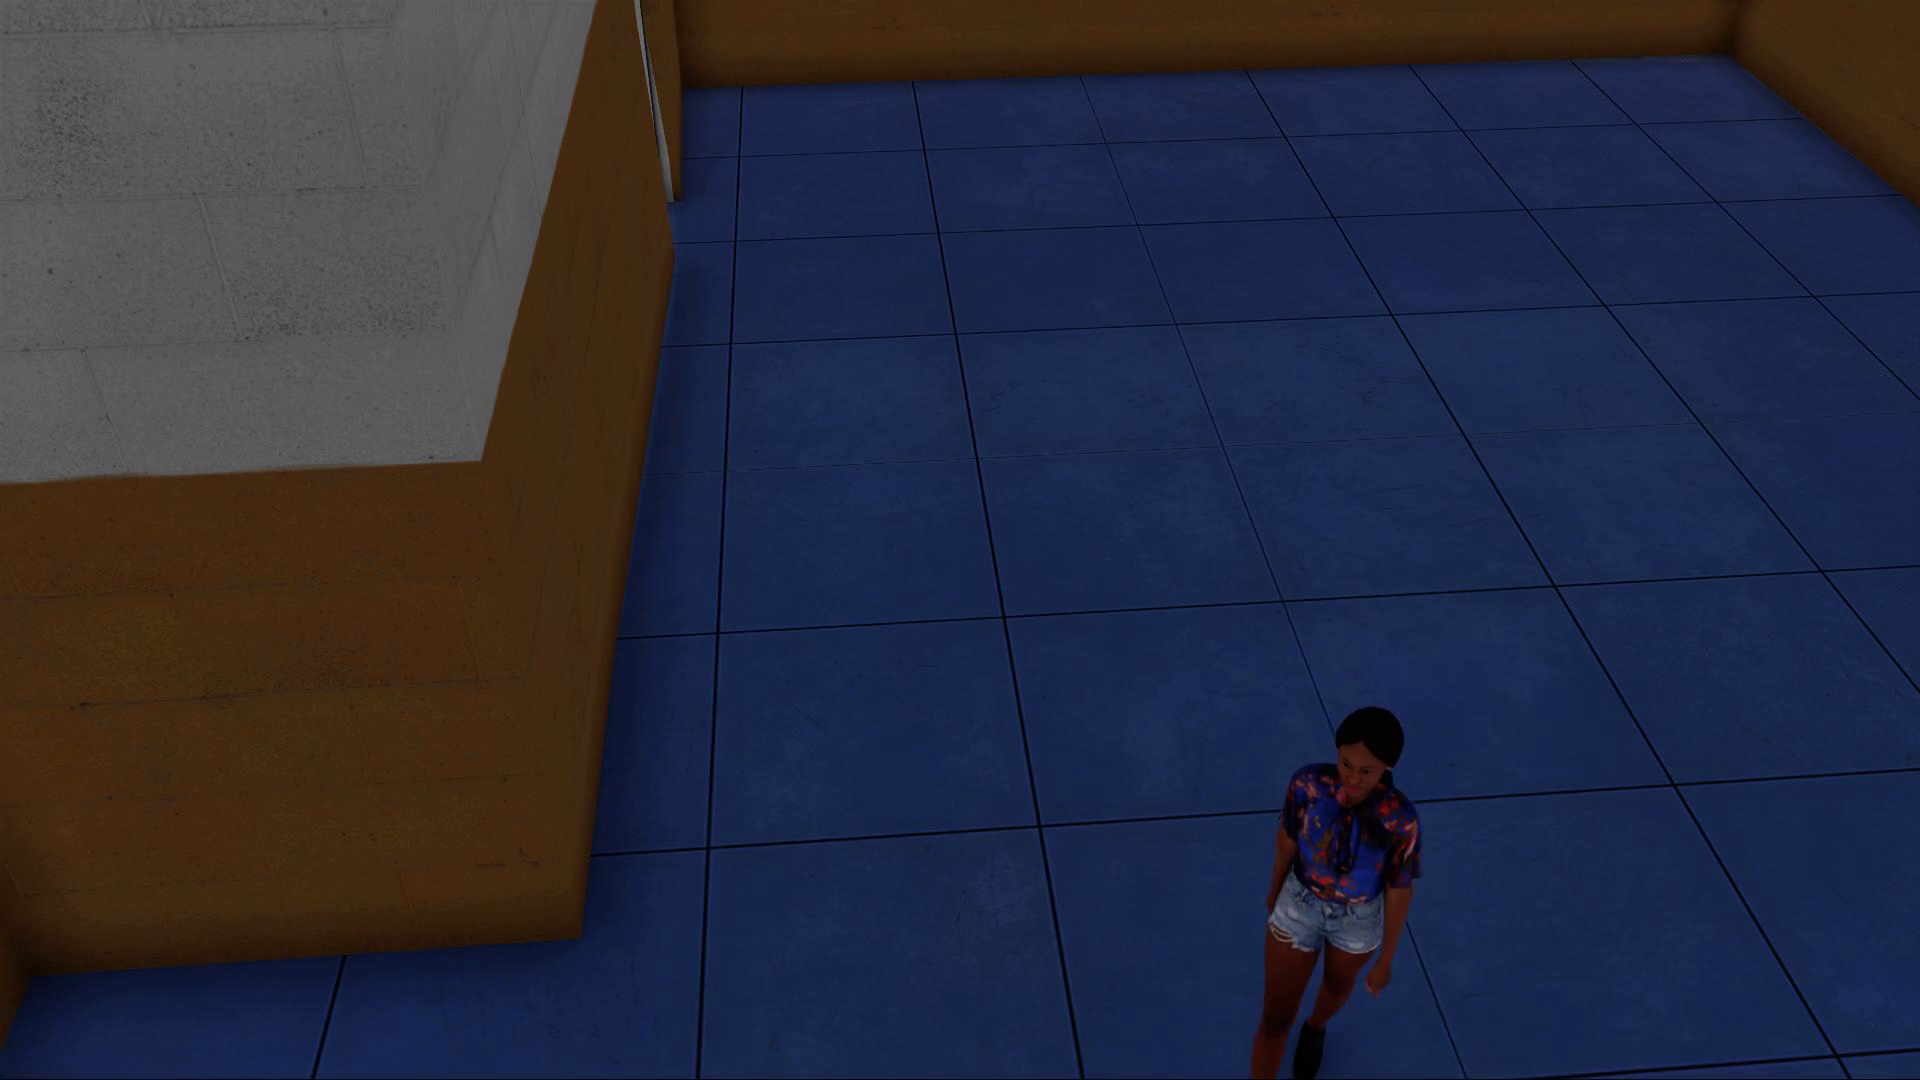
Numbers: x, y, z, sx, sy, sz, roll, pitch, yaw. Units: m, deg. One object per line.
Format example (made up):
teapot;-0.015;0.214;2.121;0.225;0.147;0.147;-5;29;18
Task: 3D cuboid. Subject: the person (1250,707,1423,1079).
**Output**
person;1.210;1.150;5.315;1.016;1.716;0.964;15;40;20
